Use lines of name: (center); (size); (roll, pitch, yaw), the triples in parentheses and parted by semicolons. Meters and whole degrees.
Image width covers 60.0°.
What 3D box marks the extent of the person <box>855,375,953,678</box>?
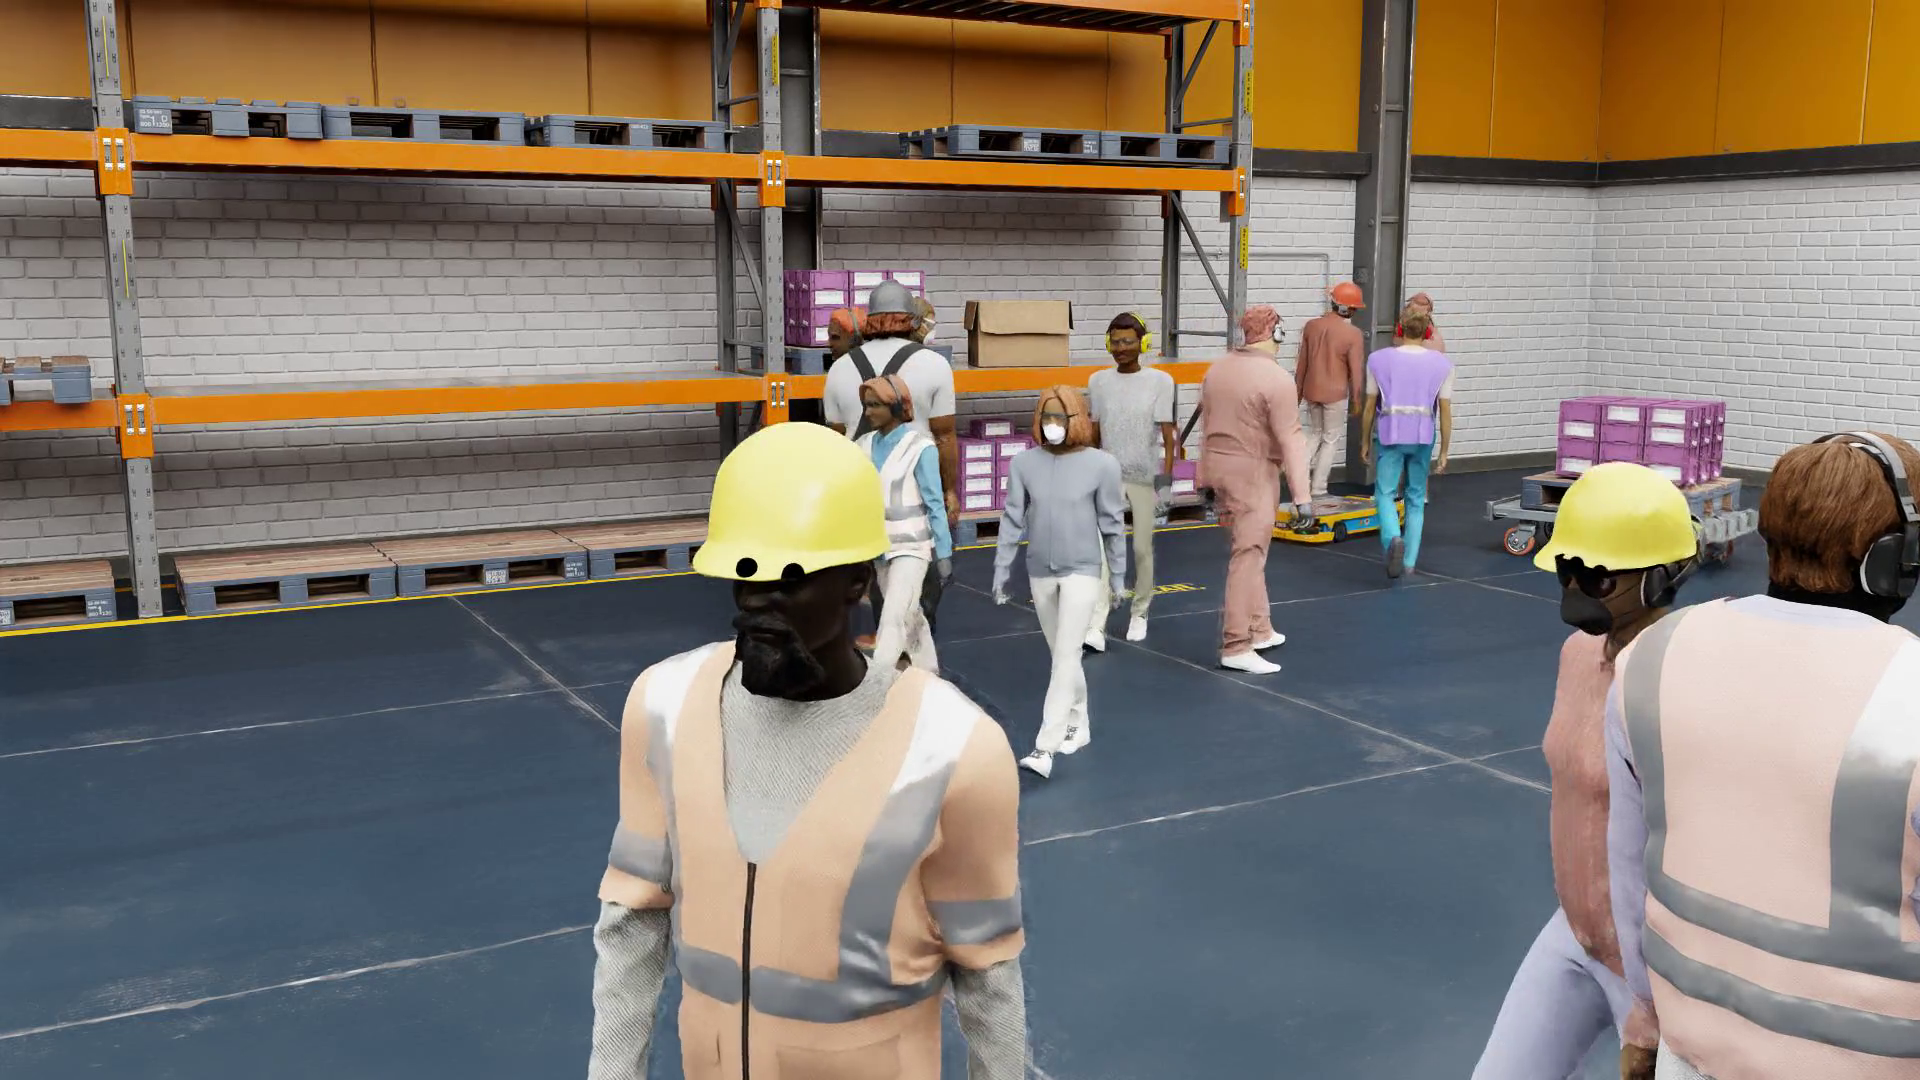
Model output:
person: (-0.334, 0.073, 7.384); (0.860, 1.589, 0.542); (-9, 13, -43)

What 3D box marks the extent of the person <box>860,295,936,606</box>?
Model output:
person: (-0.311, -0.455, 9.649); (0.435, 1.909, 0.653); (2, 10, 12)

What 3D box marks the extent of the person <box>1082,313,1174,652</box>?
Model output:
person: (0.904, -0.299, 8.954); (0.535, 1.821, 0.945); (3, 10, 20)

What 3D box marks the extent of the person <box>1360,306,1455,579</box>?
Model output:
person: (2.949, -0.631, 10.990); (0.583, 1.823, 0.693); (1, 9, 8)

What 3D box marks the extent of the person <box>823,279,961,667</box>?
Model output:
person: (-0.309, -0.301, 8.310); (0.689, 2.000, 0.537); (3, 10, 19)

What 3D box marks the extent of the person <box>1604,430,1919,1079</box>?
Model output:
person: (1.257, 0.756, 2.475); (0.429, 1.844, 0.627); (-5, 11, -30)

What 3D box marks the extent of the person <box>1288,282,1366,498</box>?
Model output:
person: (3.187, -1.257, 14.452); (0.453, 1.949, 0.707); (-7, 12, -38)

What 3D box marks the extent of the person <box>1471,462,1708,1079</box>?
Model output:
person: (1.123, 0.731, 2.905); (0.541, 1.741, 0.545); (-1, 9, -9)

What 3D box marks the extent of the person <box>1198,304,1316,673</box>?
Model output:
person: (1.601, -0.273, 8.642); (0.684, 1.873, 0.739); (-4, 10, -24)

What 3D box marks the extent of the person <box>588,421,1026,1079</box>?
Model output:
person: (-0.187, 0.755, 2.372); (0.583, 1.886, 1.004); (5, 11, 29)

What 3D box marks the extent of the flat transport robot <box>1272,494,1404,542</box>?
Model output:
flat transport robot: (2.902, -0.178, 12.942); (1.431, 0.197, 0.652); (-8, 12, -40)

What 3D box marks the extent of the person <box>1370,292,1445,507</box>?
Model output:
person: (3.850, -1.187, 14.266); (0.564, 1.859, 0.728); (-3, 10, -18)

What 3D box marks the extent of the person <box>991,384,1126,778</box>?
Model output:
person: (0.383, 0.163, 6.830); (0.527, 1.585, 0.839); (5, 11, 28)

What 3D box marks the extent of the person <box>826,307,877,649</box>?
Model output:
person: (-0.616, -0.306, 8.894); (0.791, 1.853, 0.569); (-5, 10, -26)
